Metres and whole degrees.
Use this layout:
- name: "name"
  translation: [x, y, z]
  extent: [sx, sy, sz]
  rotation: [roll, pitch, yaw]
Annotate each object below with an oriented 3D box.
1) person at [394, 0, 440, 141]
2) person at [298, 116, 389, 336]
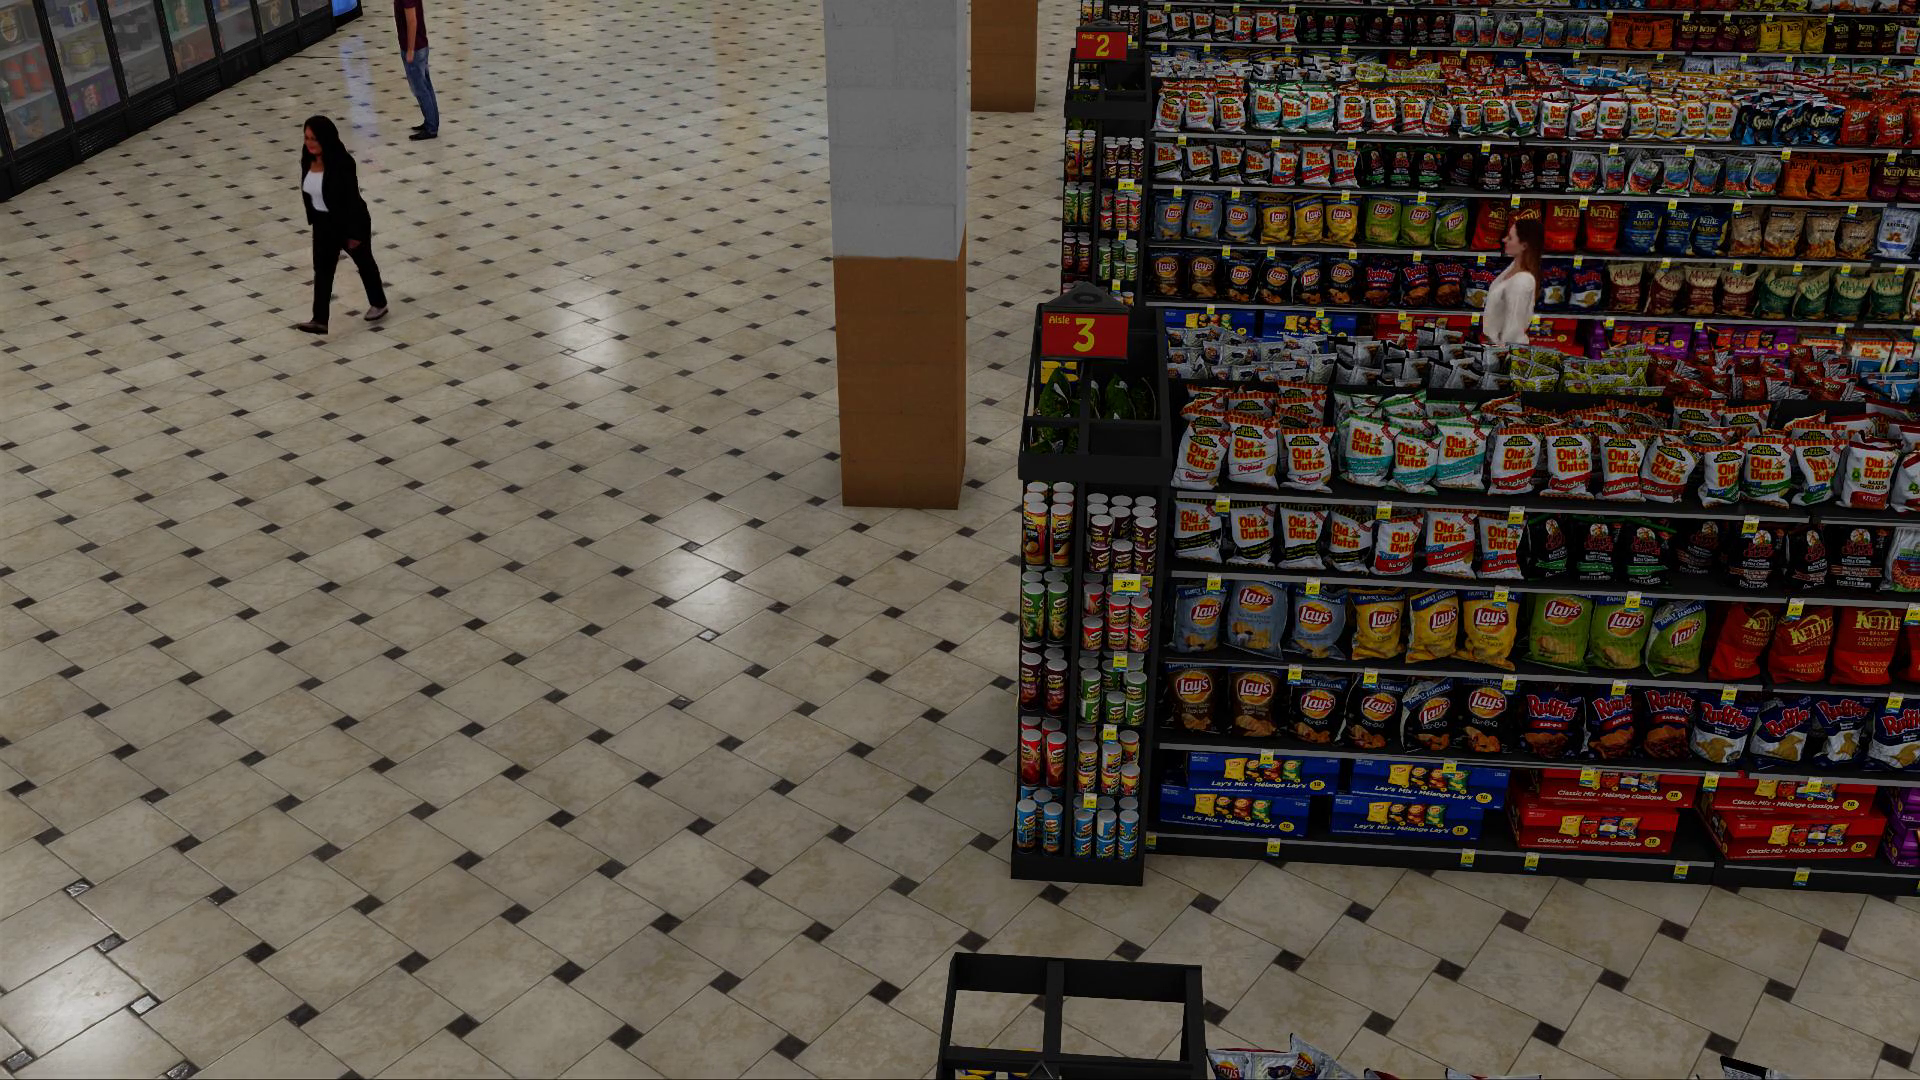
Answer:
- name: "person"
  translation: [-5.539, -5.026, 16.875]
  extent: [0.634, 1.855, 0.706]
  rotation: [-4, 29, -7]
- name: "person"
  translation: [-4.493, -2.325, 12.221]
  extent: [1.036, 1.574, 0.865]
  rotation: [9, 30, 15]
